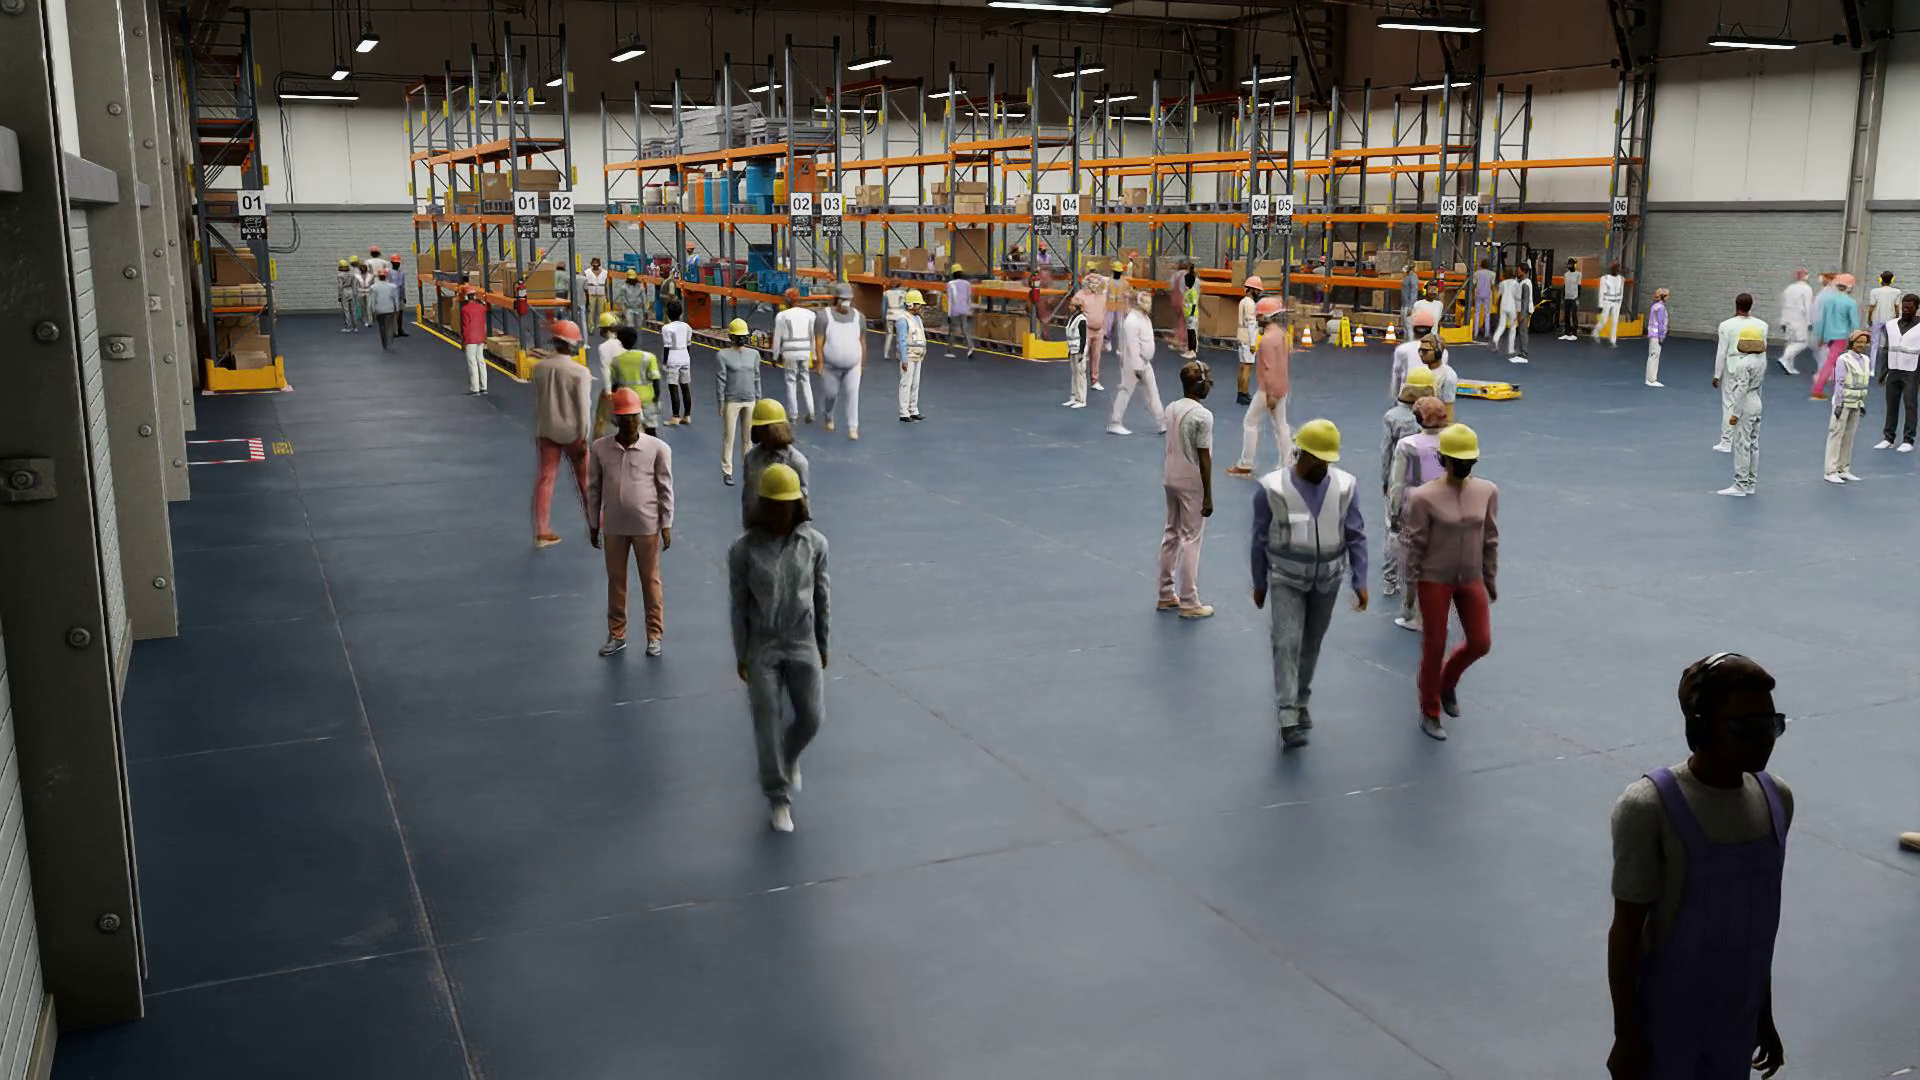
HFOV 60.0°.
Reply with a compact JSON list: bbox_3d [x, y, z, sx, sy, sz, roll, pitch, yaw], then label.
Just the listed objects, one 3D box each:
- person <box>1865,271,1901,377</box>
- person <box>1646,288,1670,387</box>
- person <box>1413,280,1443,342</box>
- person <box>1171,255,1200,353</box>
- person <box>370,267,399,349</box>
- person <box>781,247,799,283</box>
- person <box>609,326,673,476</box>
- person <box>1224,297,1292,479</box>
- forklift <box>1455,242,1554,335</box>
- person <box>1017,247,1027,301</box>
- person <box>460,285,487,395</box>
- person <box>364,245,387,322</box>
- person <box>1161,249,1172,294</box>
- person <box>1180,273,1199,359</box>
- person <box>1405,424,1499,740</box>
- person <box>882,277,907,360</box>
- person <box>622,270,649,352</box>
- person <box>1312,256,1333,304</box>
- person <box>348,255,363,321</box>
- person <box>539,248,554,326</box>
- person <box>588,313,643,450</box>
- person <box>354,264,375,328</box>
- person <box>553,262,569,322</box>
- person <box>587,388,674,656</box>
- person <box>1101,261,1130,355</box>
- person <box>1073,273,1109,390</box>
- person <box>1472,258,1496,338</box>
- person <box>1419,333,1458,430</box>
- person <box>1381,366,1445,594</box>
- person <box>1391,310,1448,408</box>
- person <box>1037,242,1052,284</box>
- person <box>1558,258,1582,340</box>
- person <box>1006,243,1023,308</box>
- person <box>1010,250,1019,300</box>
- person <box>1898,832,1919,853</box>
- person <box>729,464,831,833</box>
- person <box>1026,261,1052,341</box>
[{"bbox_3d":[16.301,-3.817,29.386,0.508,1.865,0.329,4,12,18],"label":"person"},{"bbox_3d":[11.623,-3.373,27.726,0.311,1.632,0.515,3,11,13],"label":"person"},{"bbox_3d":[7.089,-3.000,25.211,0.521,1.873,0.335,-4,12,-17],"label":"person"},{"bbox_3d":[4.673,-4.869,34.273,0.541,2.000,0.703,-6,13,-29],"label":"person"},{"bbox_3d":[-12.146,-4.882,35.129,0.569,1.732,0.617,-4,12,-18],"label":"person"},{"bbox_3d":[-5.011,-7.722,49.213,0.557,1.866,0.609,10,15,43],"label":"person"},{"bbox_3d":[-3.454,-1.462,17.910,0.664,1.662,0.398,1,11,7],"label":"person"},{"bbox_3d":[3.256,-1.635,18.016,0.842,1.961,0.630,7,13,31],"label":"person"},{"bbox_3d":[13.047,-6.049,39.881,2.313,2.155,1.214,-5,12,-23],"label":"forklift"},{"bbox_3d":[2.018,-8.671,54.302,0.328,1.765,0.532,-2,11,-12],"label":"person"},{"bbox_3d":[-7.752,-3.175,26.400,0.341,1.749,0.572,3,12,17],"label":"person"},{"bbox_3d":[-15.408,-6.767,43.949,0.622,2.026,0.479,-7,13,-31],"label":"person"},{"bbox_3d":[6.303,-8.021,50.994,0.533,1.768,0.310,-5,12,-26],"label":"person"},{"bbox_3d":[4.567,-4.448,33.025,0.320,1.692,0.531,-1,11,-5],"label":"person"},{"bbox_3d":[2.686,0.224,9.123,0.547,1.751,0.415,-2,11,-11],"label":"person"},{"bbox_3d":[-1.250,-4.351,32.739,0.521,1.619,0.453,4,12,19],"label":"person"},{"bbox_3d":[-6.674,-4.692,34.197,0.511,1.698,0.727,-4,12,-18],"label":"person"},{"bbox_3d":[9.555,-6.602,43.816,0.562,1.752,0.324,6,13,29],"label":"person"},{"bbox_3d":[-16.164,-6.752,44.571,0.549,1.748,0.443,10,15,41],"label":"person"},{"bbox_3d":[-10.633,-6.465,42.541,0.413,1.986,0.629,0,11,1],"label":"person"},{"bbox_3d":[-4.067,-1.797,19.497,0.926,1.717,0.527,6,13,29],"label":"person"},{"bbox_3d":[-15.052,-6.172,42.045,0.532,1.585,0.884,-3,12,-17],"label":"person"},{"bbox_3d":[-10.558,-6.539,43.923,0.575,1.588,0.575,10,15,40],"label":"person"},{"bbox_3d":[-2.150,-0.115,10.836,0.572,1.754,0.321,1,11,6],"label":"person"},{"bbox_3d":[3.159,-4.748,33.981,0.614,1.909,0.688,-1,11,-4],"label":"person"},{"bbox_3d":[2.139,-3.371,27.022,0.636,1.902,0.406,-6,13,-28],"label":"person"},{"bbox_3d":[12.096,-5.591,38.446,0.517,1.843,0.325,5,12,24],"label":"person"},{"bbox_3d":[4.147,-0.899,14.627,0.342,1.840,0.502,-5,12,-22],"label":"person"},{"bbox_3d":[3.413,-0.438,12.518,0.492,1.740,0.324,8,14,36],"label":"person"},{"bbox_3d":[4.753,-1.435,17.260,0.554,1.873,1.029,4,12,19],"label":"person"},{"bbox_3d":[2.414,-7.665,48.480,0.615,2.040,0.391,-5,12,-25],"label":"person"},{"bbox_3d":[13.908,-5.479,37.851,0.330,1.861,0.504,-6,13,-29],"label":"person"},{"bbox_3d":[1.585,-7.707,48.855,0.609,1.995,1.029,-6,12,-26],"label":"person"},{"bbox_3d":[1.796,-8.828,55.123,0.334,1.753,0.562,6,13,29],"label":"person"},{"bbox_3d":[4.381,0.460,7.186,0.391,2.040,0.615,3,11,13],"label":"person"},{"bbox_3d":[-0.854,0.485,7.846,0.483,1.734,0.474,-4,12,-19],"label":"person"},{"bbox_3d":[1.700,-5.120,36.027,0.395,1.864,0.730,-9,14,-39],"label":"person"}]
